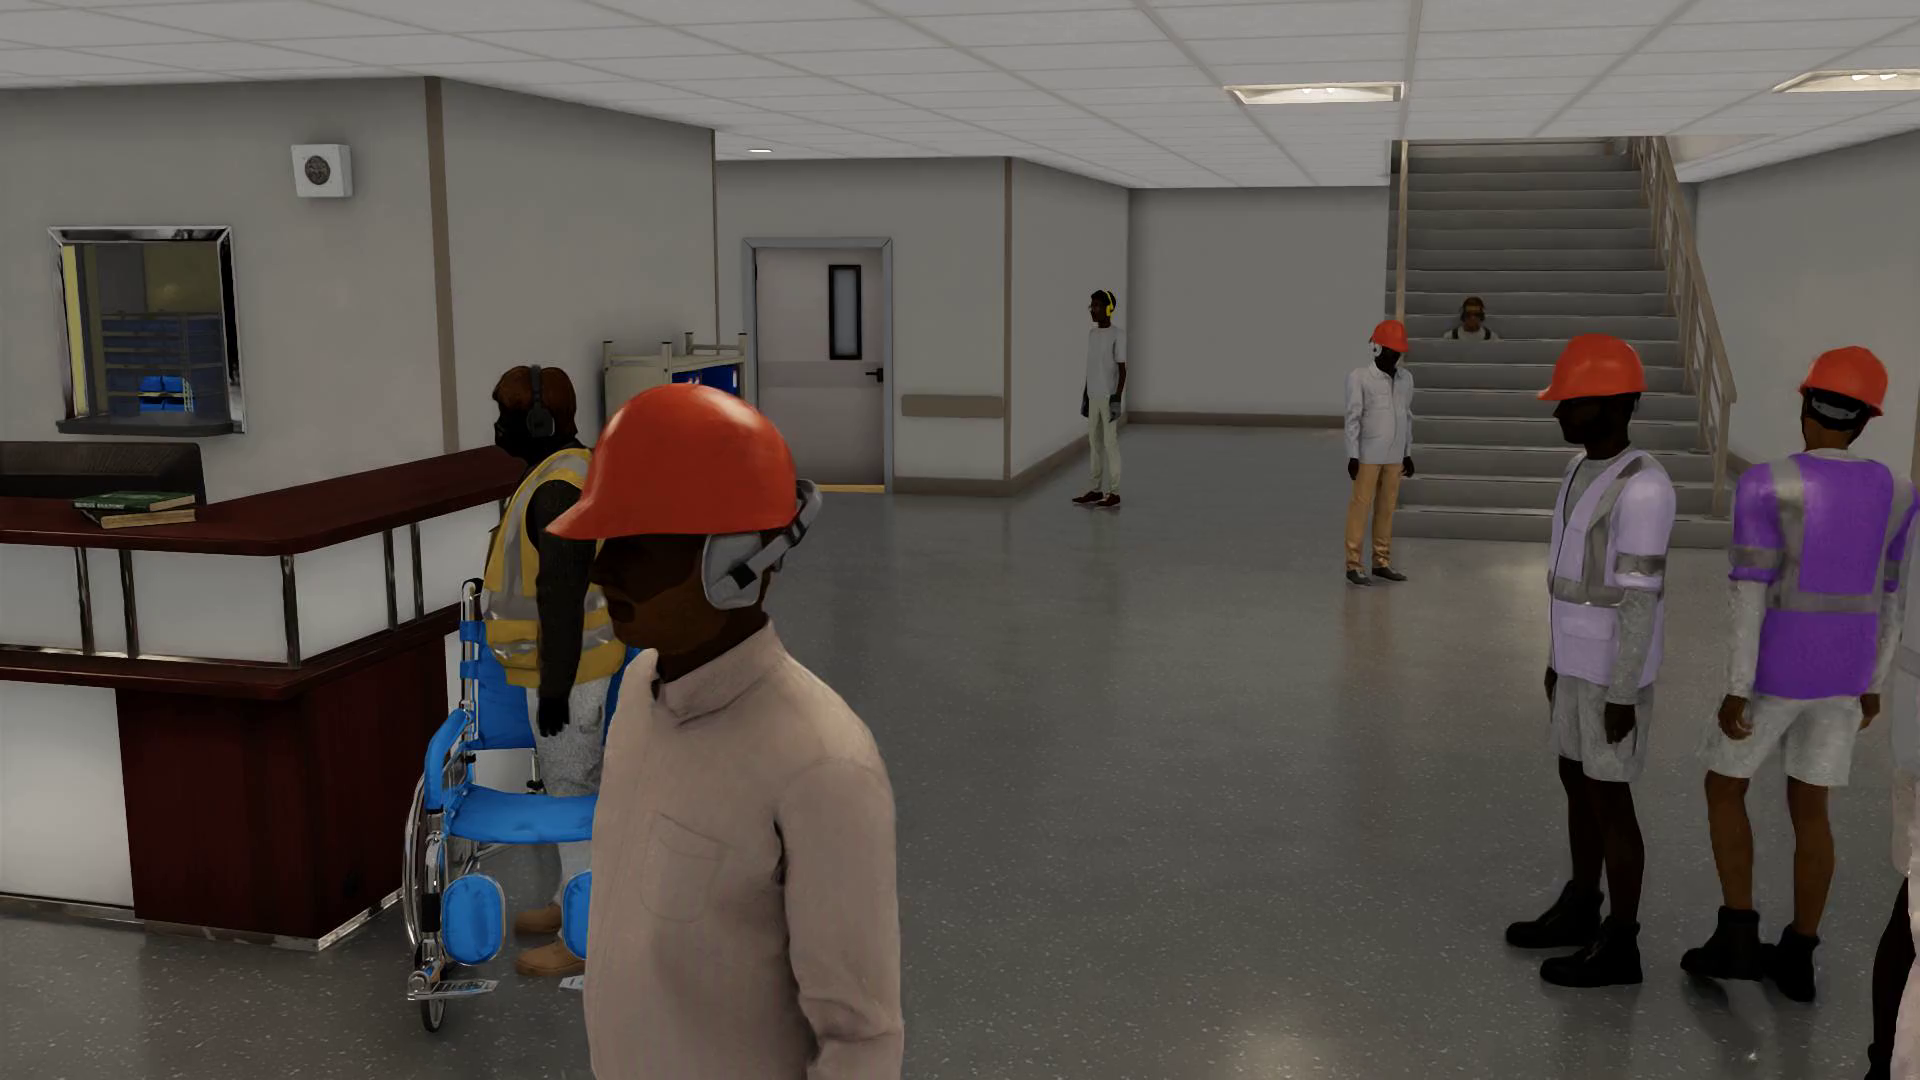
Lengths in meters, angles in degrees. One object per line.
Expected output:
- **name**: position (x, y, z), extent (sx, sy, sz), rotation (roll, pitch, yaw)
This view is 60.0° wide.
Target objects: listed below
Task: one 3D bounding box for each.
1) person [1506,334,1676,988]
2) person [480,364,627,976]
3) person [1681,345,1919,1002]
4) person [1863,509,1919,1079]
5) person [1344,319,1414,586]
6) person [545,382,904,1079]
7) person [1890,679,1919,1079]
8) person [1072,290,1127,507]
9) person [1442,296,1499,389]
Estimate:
- **person**: position (1.865, 0.358, 4.941), extent (0.391, 1.929, 0.546), rotation (0, 10, -1)
- **person**: position (-1.231, 0.385, 5.070), extent (0.430, 1.838, 0.625), rotation (-3, 10, -15)
- **person**: position (2.475, 0.385, 4.878), extent (0.597, 1.893, 0.479), rotation (-1, 10, -4)
- **person**: position (2.390, 0.517, 3.887), extent (0.365, 1.962, 0.614), rotation (2, 10, 9)
- **person**: position (2.782, -0.575, 10.957), extent (0.570, 1.745, 0.345), rotation (-5, 11, -28)
- **person**: position (-0.314, 0.792, 2.176), extent (0.384, 1.996, 0.610), rotation (-7, 12, -35)
- **person**: position (1.921, 0.731, 2.949), extent (0.642, 1.853, 1.008), rotation (0, 10, 2)
- **person**: position (1.222, -1.222, 14.408), extent (0.328, 1.872, 0.509), rotation (-7, 12, -34)
- **person**: position (4.619, -1.319, 15.162), extent (0.511, 1.819, 0.814), rotation (2, 10, 14)
